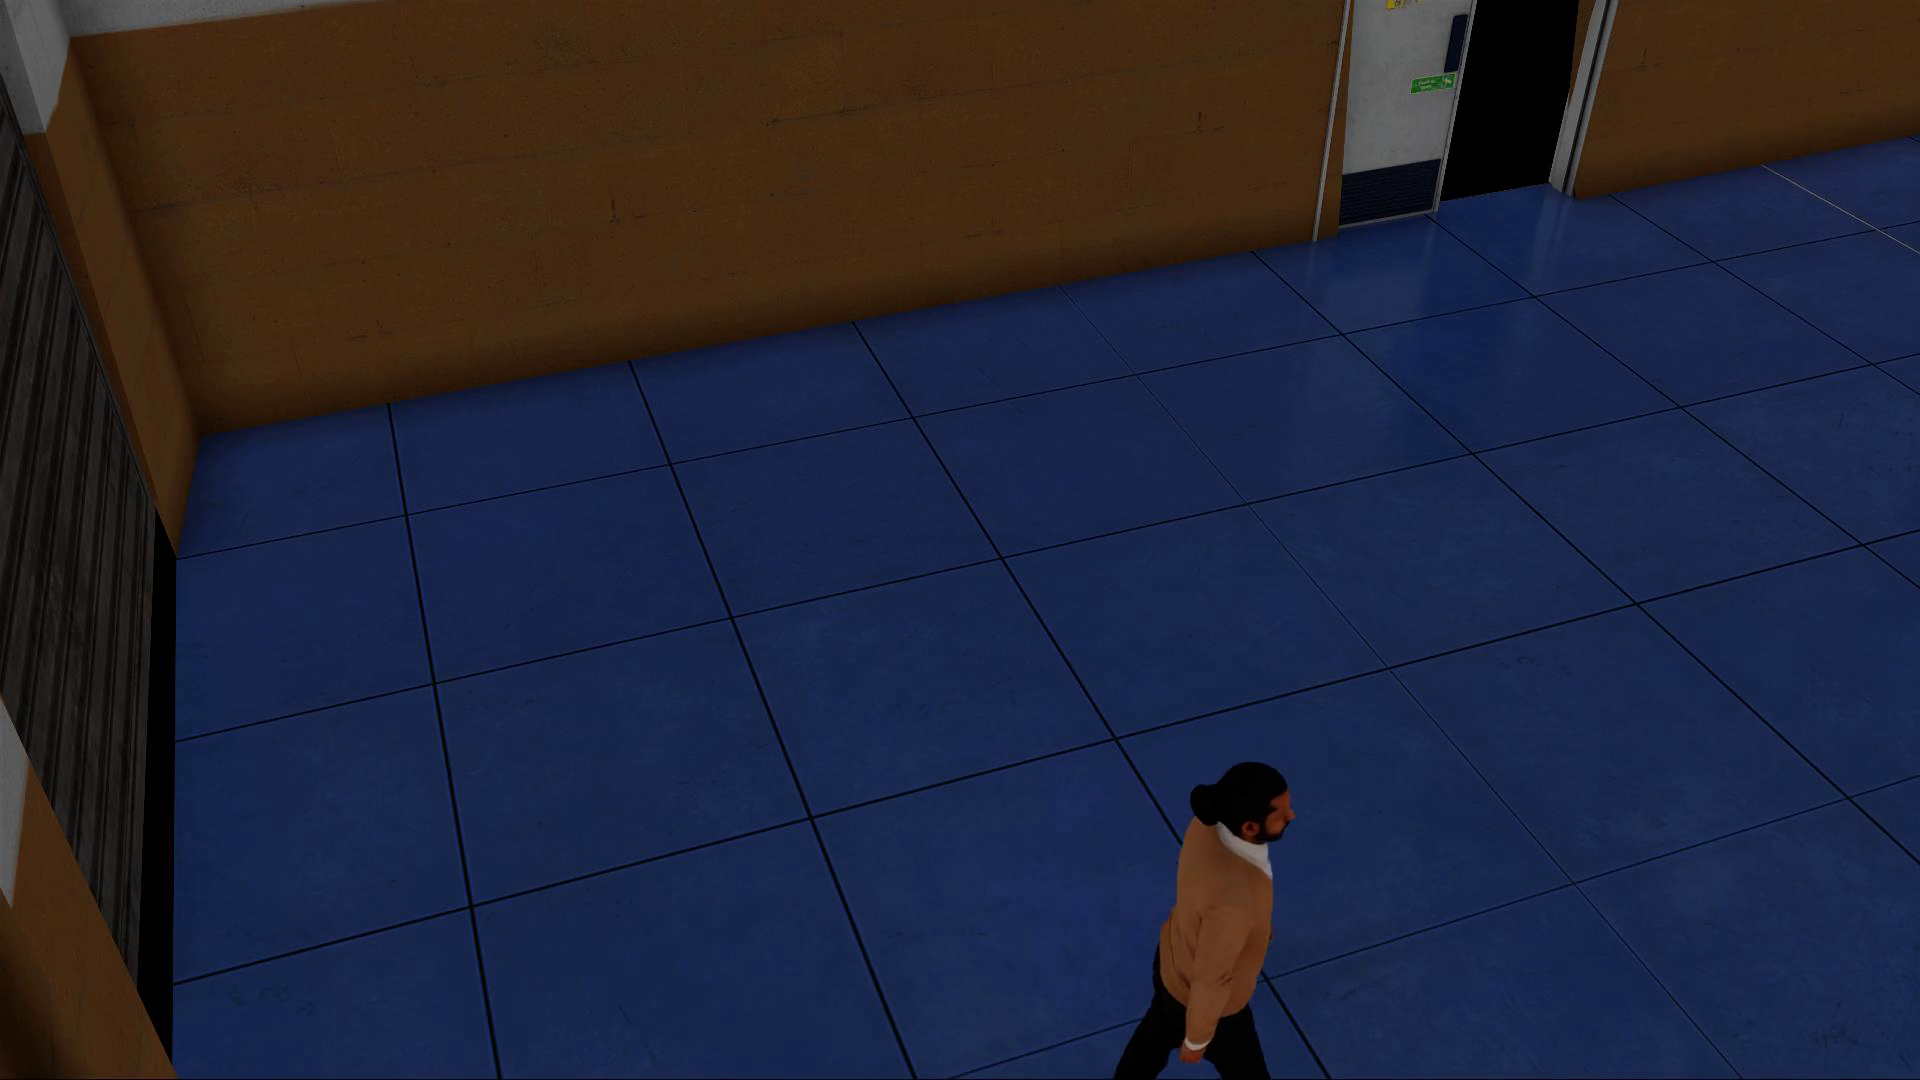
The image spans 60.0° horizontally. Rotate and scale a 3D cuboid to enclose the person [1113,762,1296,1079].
[{"bbox_3d":[0.656,1.316,4.963,0.995,1.720,1.108,0,37,1],"label":"person"}]
